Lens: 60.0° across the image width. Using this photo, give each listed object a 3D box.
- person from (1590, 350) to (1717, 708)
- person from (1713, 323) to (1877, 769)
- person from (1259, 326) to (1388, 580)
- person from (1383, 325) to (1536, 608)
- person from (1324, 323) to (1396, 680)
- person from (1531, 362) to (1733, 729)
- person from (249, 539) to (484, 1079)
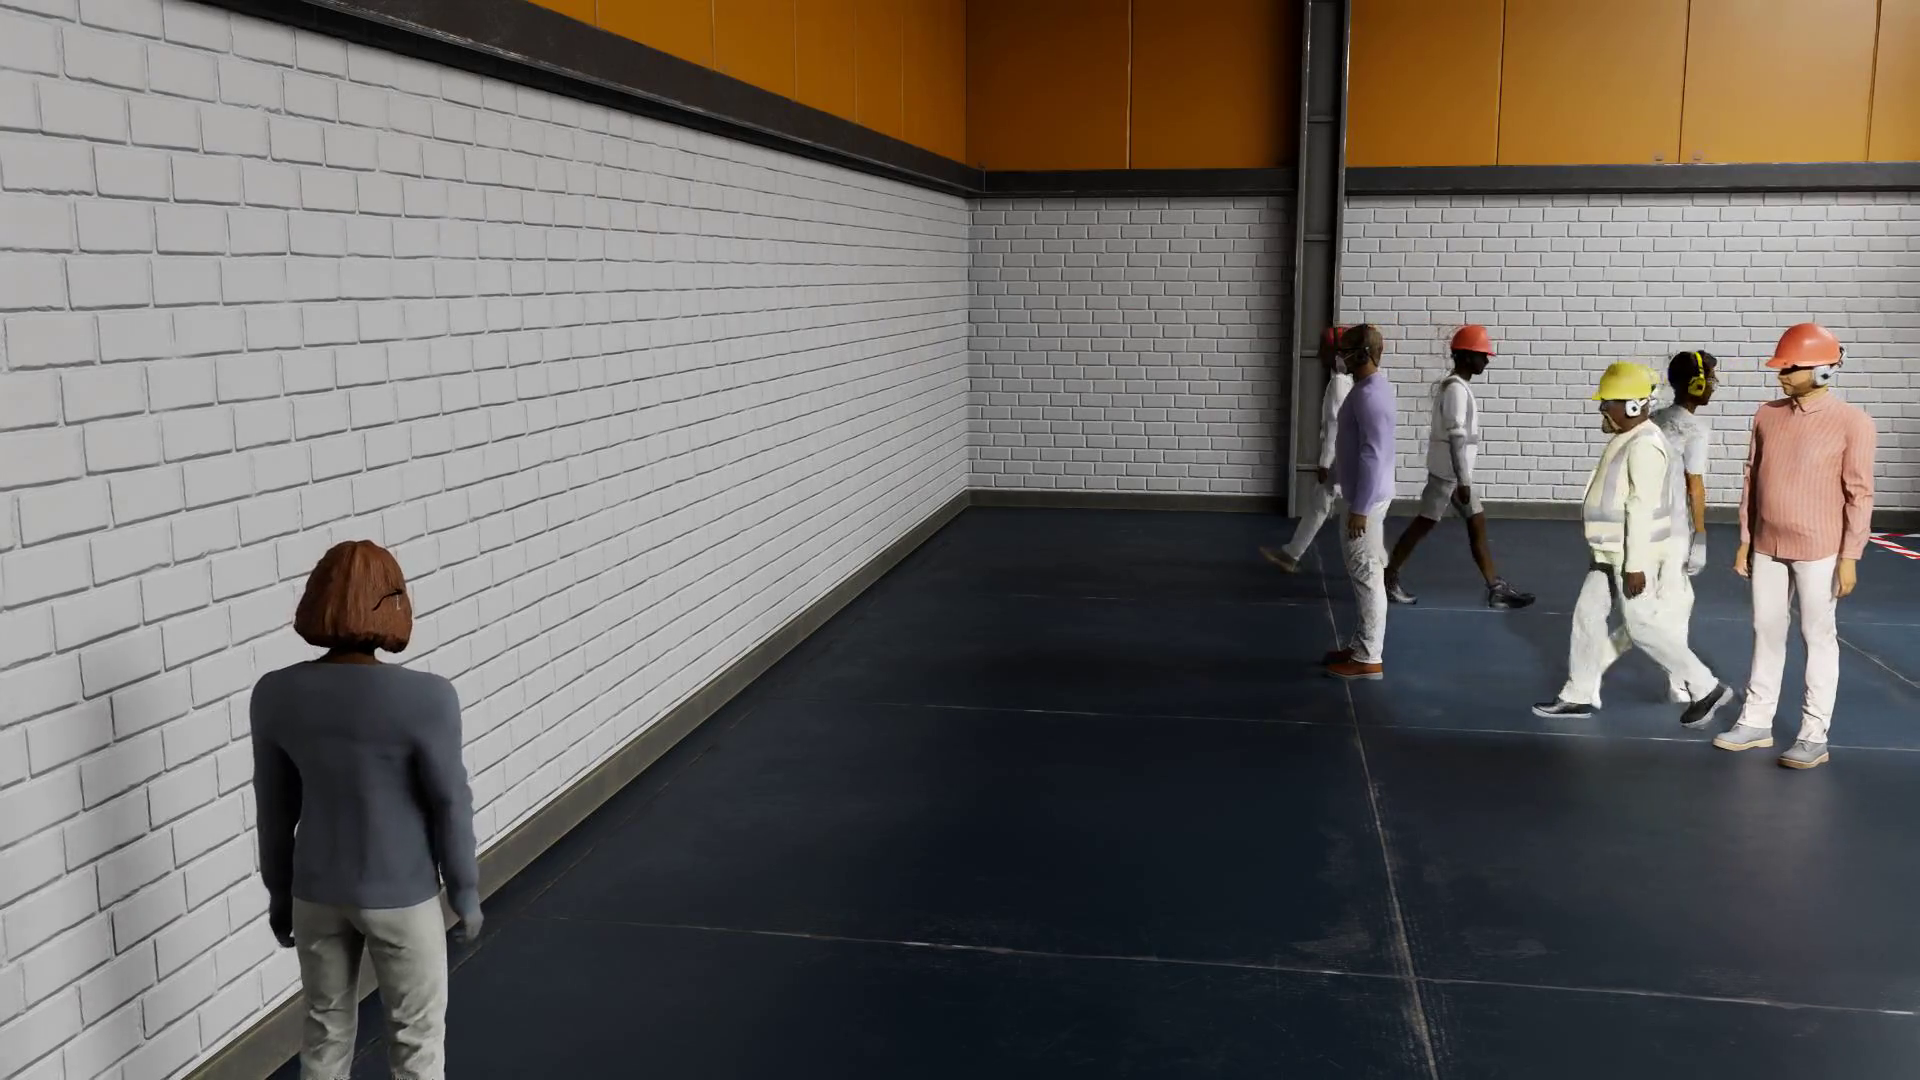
[{"bbox_3d":[3.519,-0.041,8.396,0.829,1.838,0.524,-1,9,-6],"label":"person"},{"bbox_3d":[3.760,0.026,7.484,0.391,1.989,0.610,-4,10,-26],"label":"person"},{"bbox_3d":[2.675,-0.615,11.964,0.991,1.823,0.604,3,10,19],"label":"person"},{"bbox_3d":[3.249,-0.471,10.958,1.052,1.872,0.576,3,10,19],"label":"person"},{"bbox_3d":[2.196,-0.207,9.085,0.354,1.937,0.635,2,9,13],"label":"person"},{"bbox_3d":[3.311,0.034,8.060,0.854,1.798,0.593,2,9,11],"label":"person"},{"bbox_3d":[-1.331,0.809,3.749,0.502,1.629,0.280,2,9,11],"label":"person"}]
